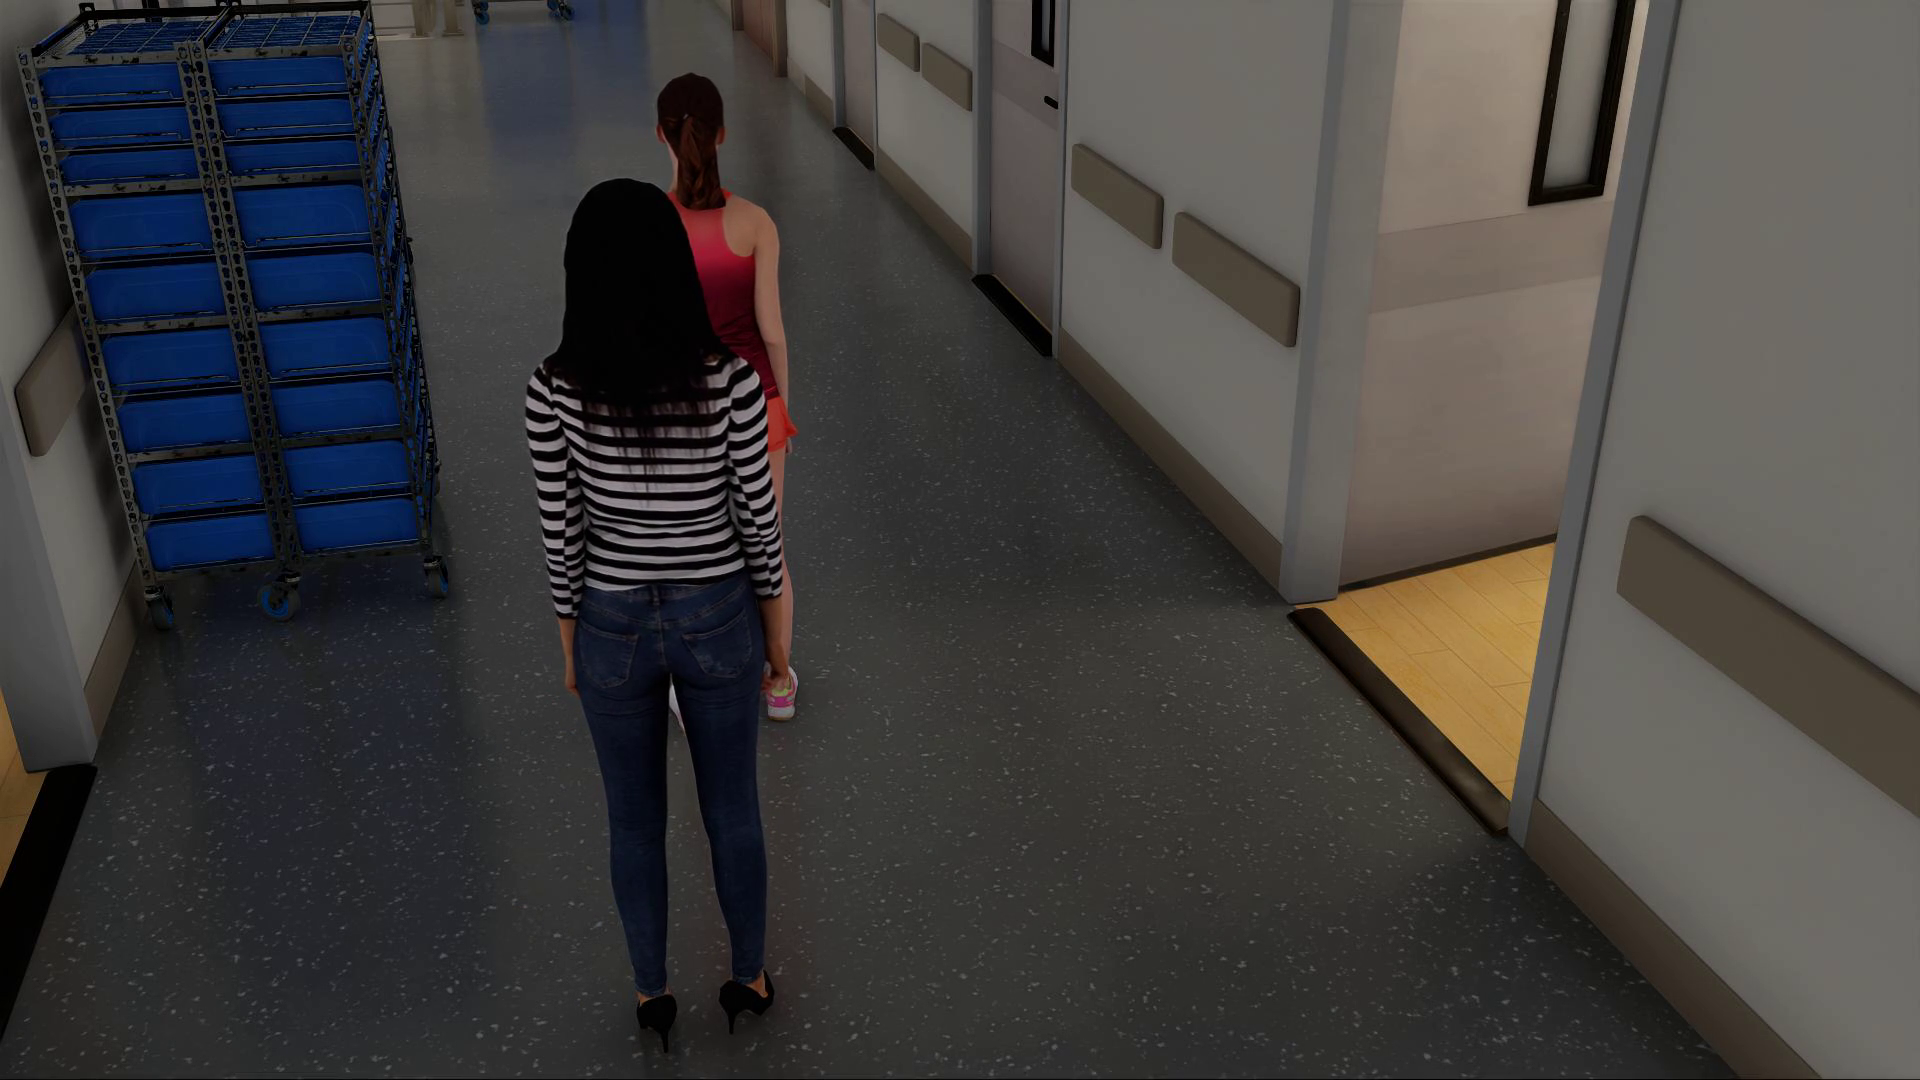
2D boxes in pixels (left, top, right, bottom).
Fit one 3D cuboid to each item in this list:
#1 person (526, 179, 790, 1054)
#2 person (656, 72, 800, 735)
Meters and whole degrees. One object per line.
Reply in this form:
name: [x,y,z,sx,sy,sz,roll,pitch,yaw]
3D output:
person: [-0.552,0.210,3.146,0.603,1.797,0.512,-3,26,-7]
person: [-0.638,-0.315,4.305,0.552,1.753,0.541,-7,27,-14]
